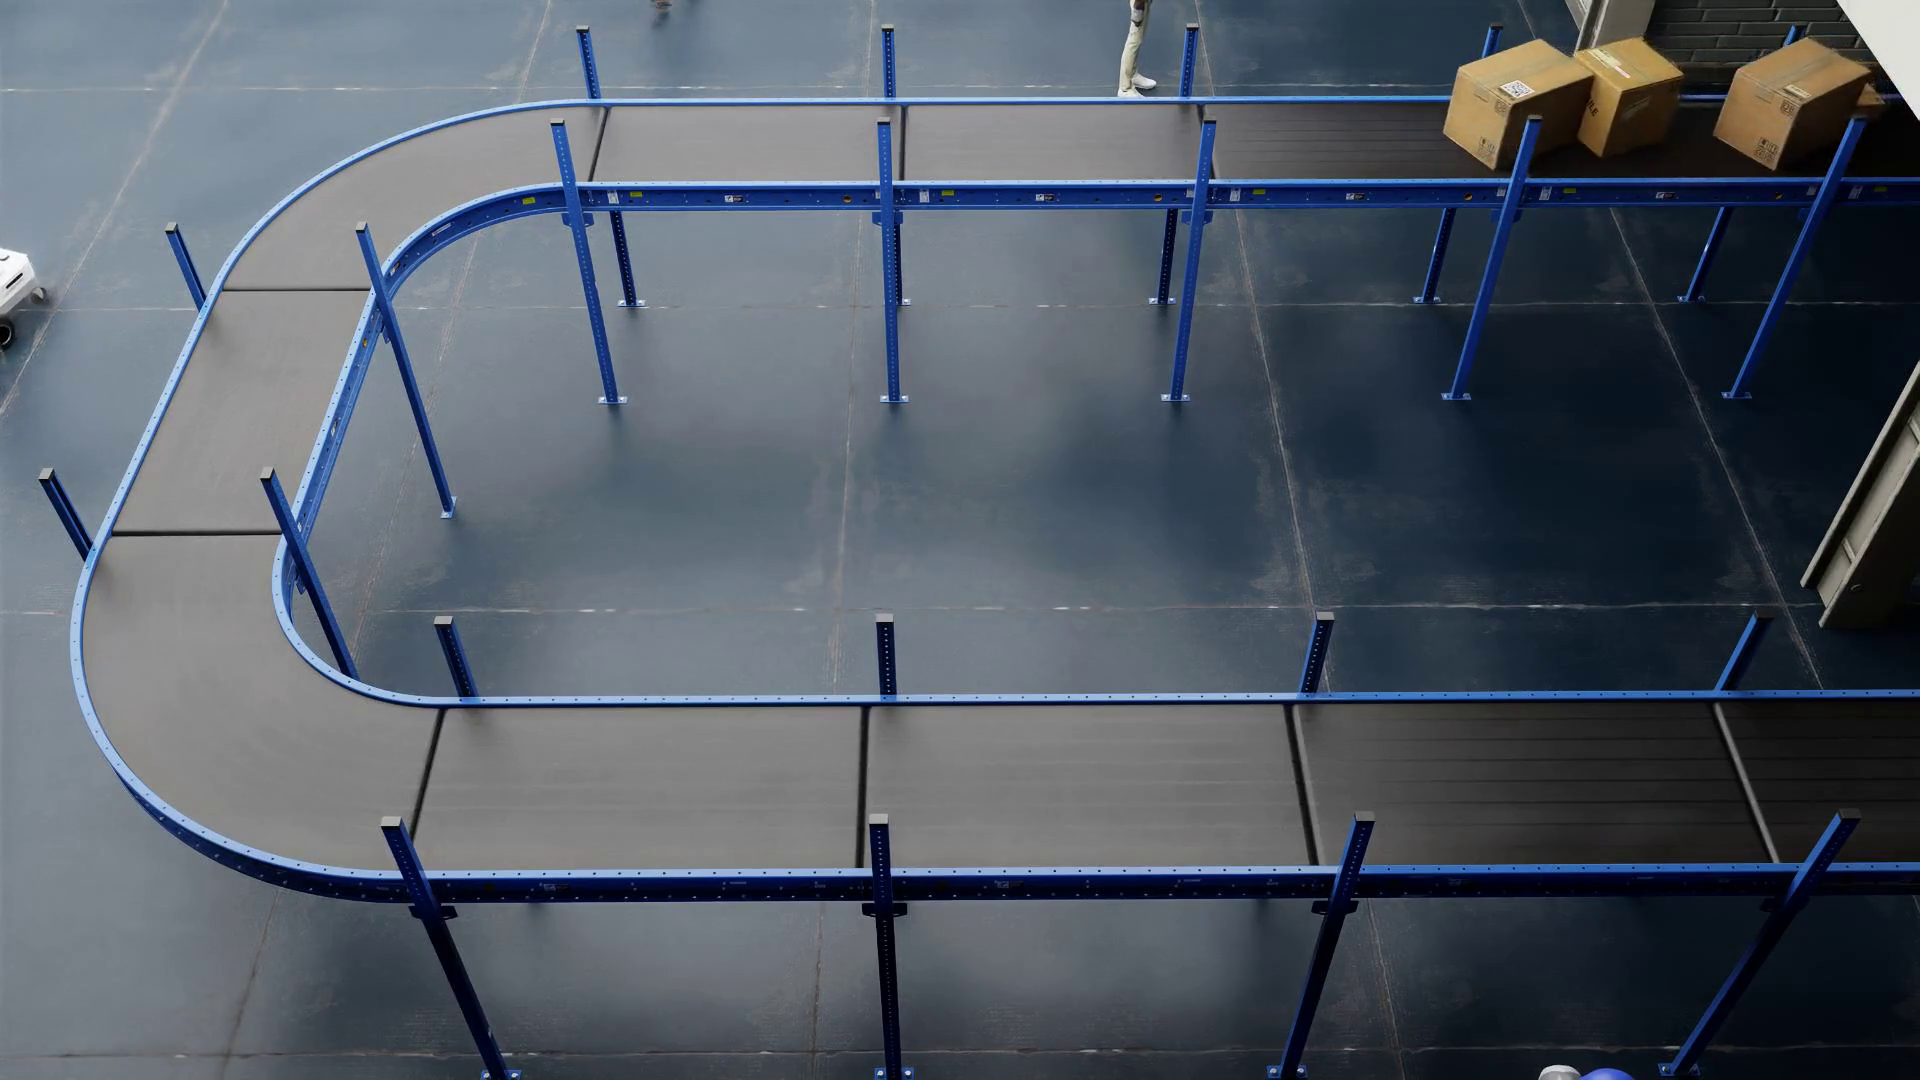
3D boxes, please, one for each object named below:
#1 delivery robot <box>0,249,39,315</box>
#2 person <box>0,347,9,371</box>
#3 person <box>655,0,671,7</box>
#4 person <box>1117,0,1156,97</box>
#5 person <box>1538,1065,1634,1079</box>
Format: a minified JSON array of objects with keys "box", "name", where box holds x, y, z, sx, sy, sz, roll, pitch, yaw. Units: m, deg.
[{"box":[-7.120,-1.832,12.560,0.477,0.478,0.707,13,48,12],"name":"delivery robot"},{"box":[-6.963,-1.694,11.661,0.540,1.740,0.386,-17,49,-15],"name":"person"},{"box":[-2.593,-5.721,15.313,0.631,1.914,0.883,9,48,8],"name":"person"},{"box":[1.528,-4.518,14.216,0.311,1.869,0.534,11,48,11],"name":"person"},{"box":[2.508,2.777,7.360,0.395,1.940,0.601,4,47,4],"name":"person"}]
